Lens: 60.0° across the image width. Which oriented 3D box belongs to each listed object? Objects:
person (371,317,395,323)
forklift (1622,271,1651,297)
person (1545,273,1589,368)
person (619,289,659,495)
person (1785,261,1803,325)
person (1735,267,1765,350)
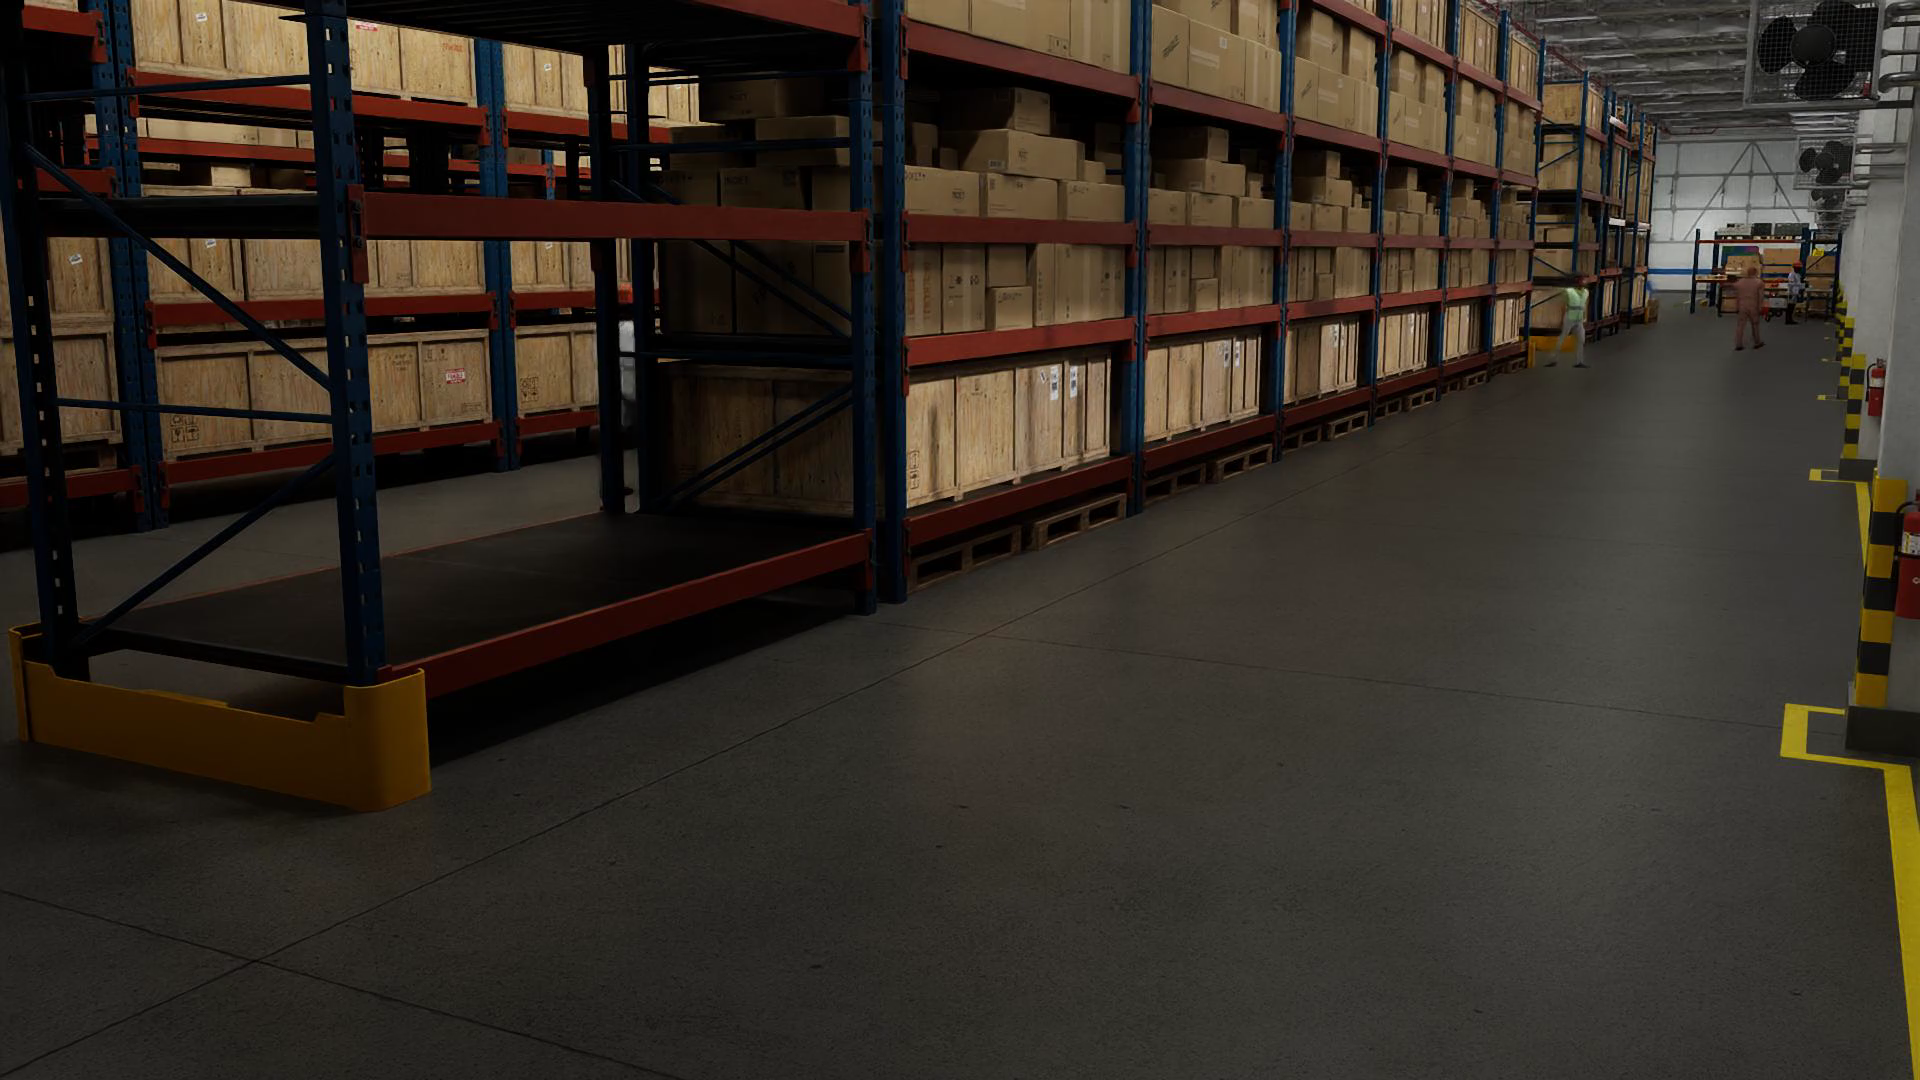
[{"bbox_3d":[-7.241,-2.372,20.896,0.428,1.928,0.678,-1,10,-7],"label":"person"},{"bbox_3d":[25.439,-10.233,63.591,1.873,2.768,1.129,5,11,27],"label":"forklift"},{"bbox_3d":[11.606,-4.175,31.691,0.642,1.801,0.705,-4,11,-22],"label":"person"},{"bbox_3d":[-2.838,-1.351,15.038,0.566,1.878,1.017,8,13,39],"label":"person"},{"bbox_3d":[25.402,-7.521,50.614,0.549,1.936,0.377,-9,13,-41],"label":"person"},{"bbox_3d":[17.845,-5.222,37.532,0.980,1.851,0.674,-8,13,-40],"label":"person"}]
